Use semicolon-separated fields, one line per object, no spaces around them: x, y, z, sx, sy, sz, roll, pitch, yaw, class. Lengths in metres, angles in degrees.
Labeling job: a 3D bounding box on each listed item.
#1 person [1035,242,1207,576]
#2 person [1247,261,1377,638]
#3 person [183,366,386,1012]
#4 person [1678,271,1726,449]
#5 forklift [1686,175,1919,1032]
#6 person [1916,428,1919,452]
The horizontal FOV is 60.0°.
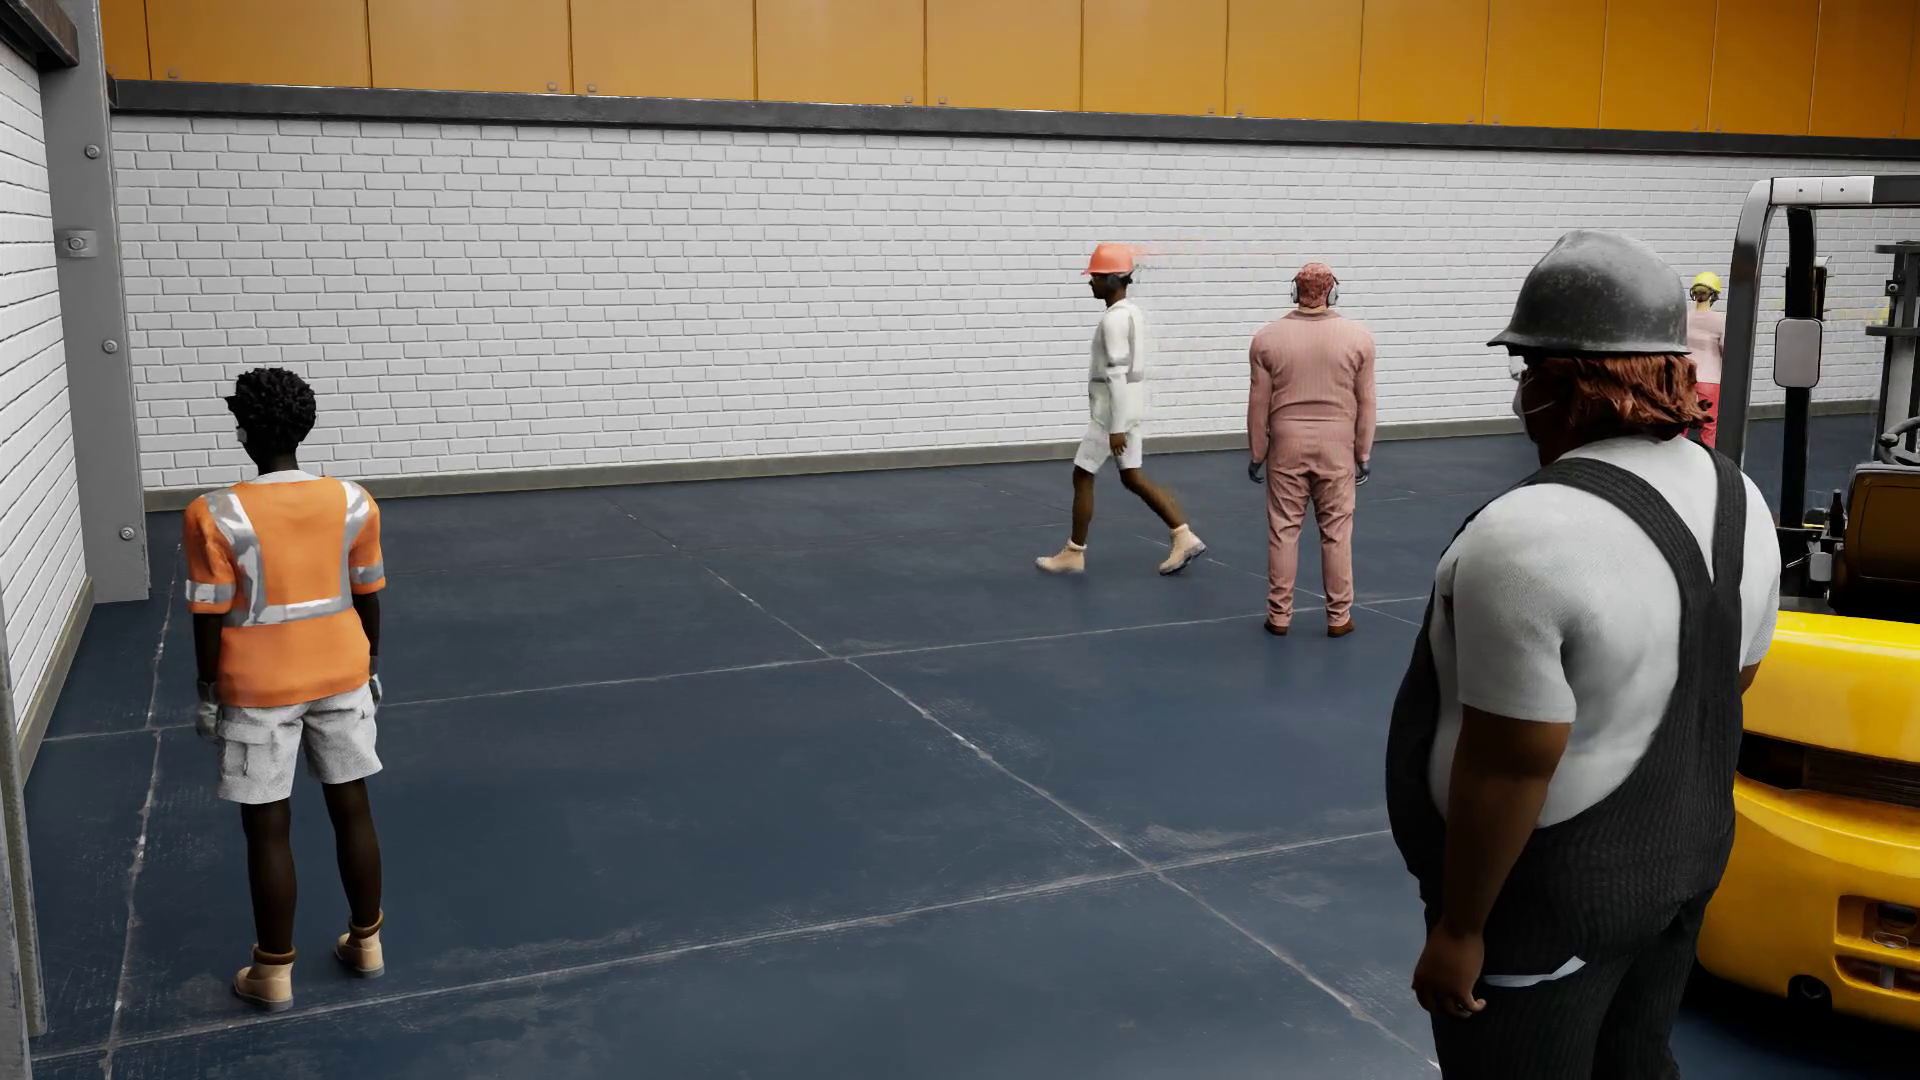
0.982;-0.767;9.916;1.002;2.009;0.613;3;11;17;person
1.784;-0.453;8.463;0.637;1.911;0.403;2;11;13;person
-1.770;0.389;4.425;0.318;1.691;0.530;9;14;41;person
5.839;-1.229;13.141;0.523;1.767;0.318;9;14;41;person
2.810;0.094;4.662;1.214;2.155;2.313;7;12;34;forklift
4.115;-0.174;7.205;0.651;1.807;0.590;7;12;32;person
